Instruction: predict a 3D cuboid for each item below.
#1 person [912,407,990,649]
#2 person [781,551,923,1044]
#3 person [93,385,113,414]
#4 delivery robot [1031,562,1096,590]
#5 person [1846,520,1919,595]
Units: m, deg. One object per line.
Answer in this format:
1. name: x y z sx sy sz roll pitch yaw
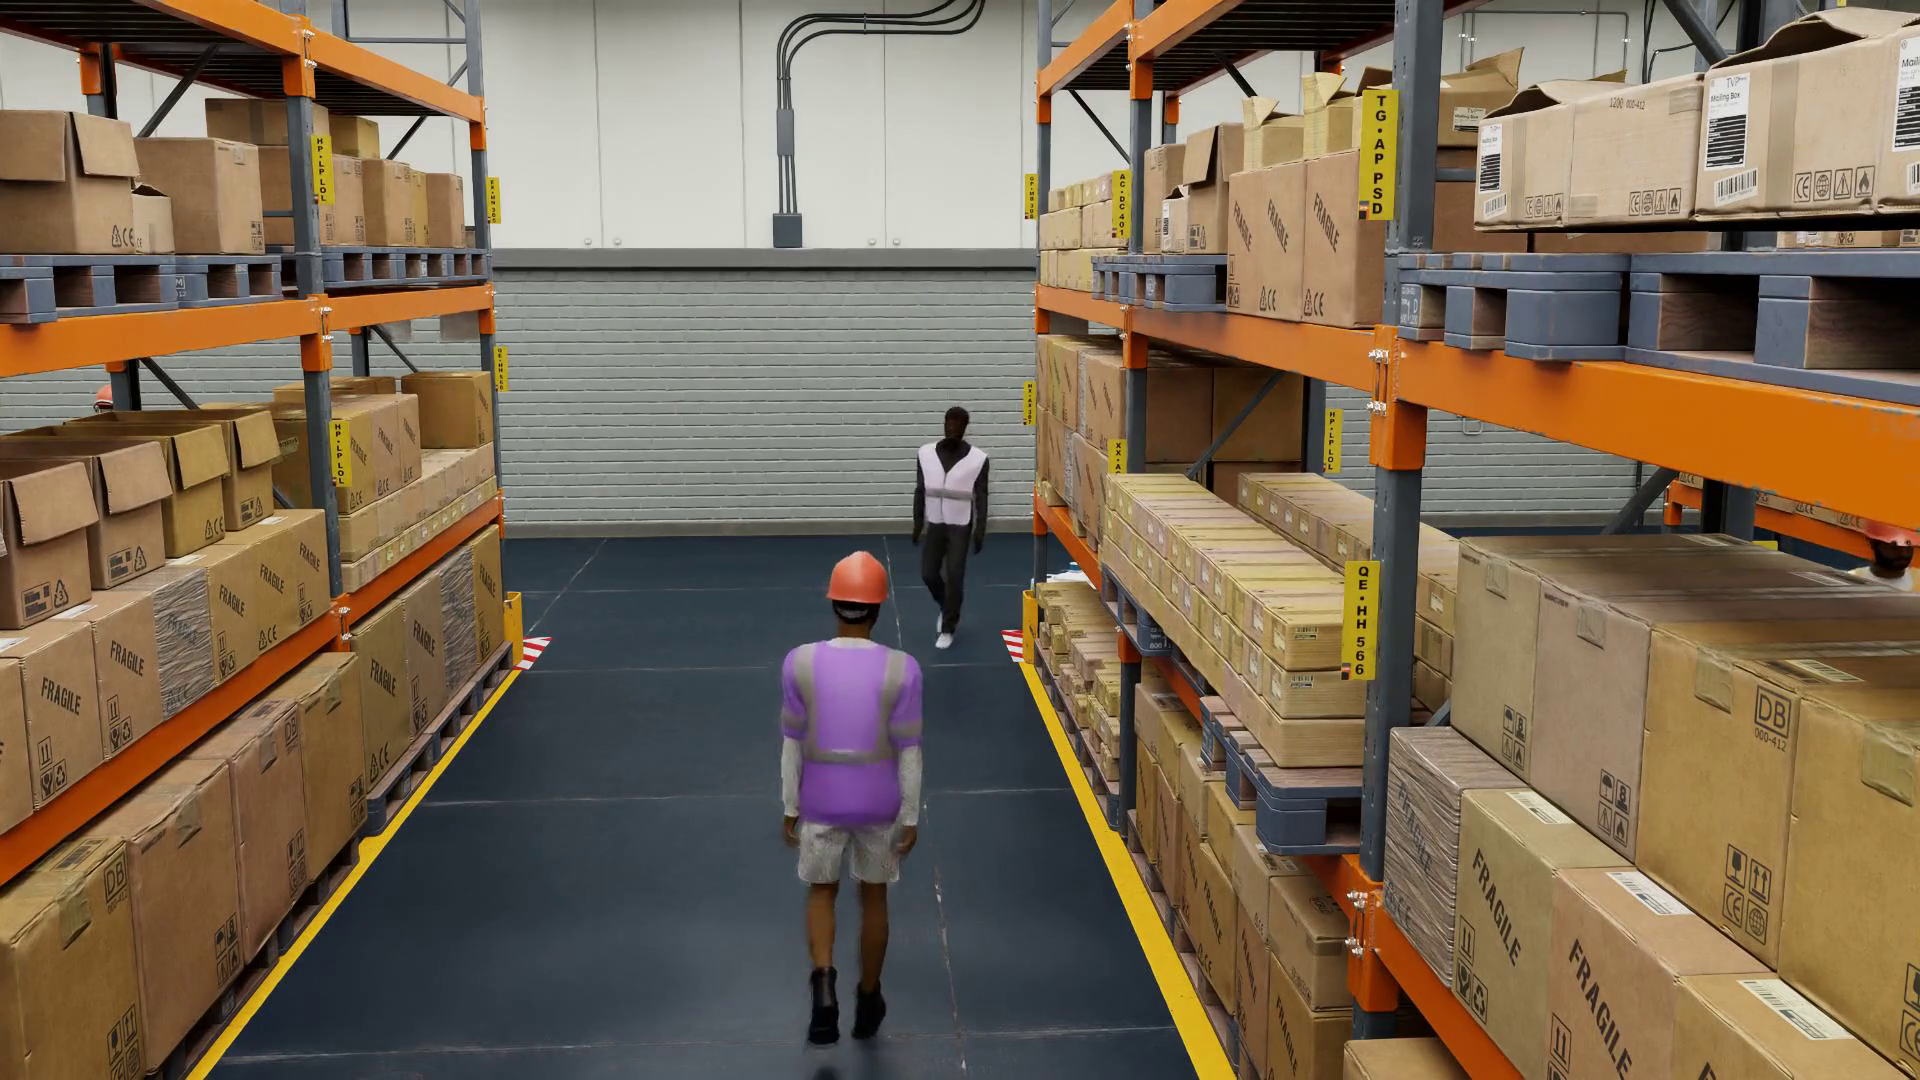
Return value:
1. person: -0.068 -0.109 13.006 0.622 1.896 0.480 3 10 18
2. person: -0.415 1.012 6.329 0.554 1.924 0.581 0 10 3
3. person: -7.011 -0.296 13.851 0.609 1.987 0.403 -1 10 -9
4. delivery robot: 0.941 0.424 13.542 0.707 0.478 0.477 5 11 27
5. person: 4.320 0.764 7.787 0.585 1.921 0.473 1 10 8
